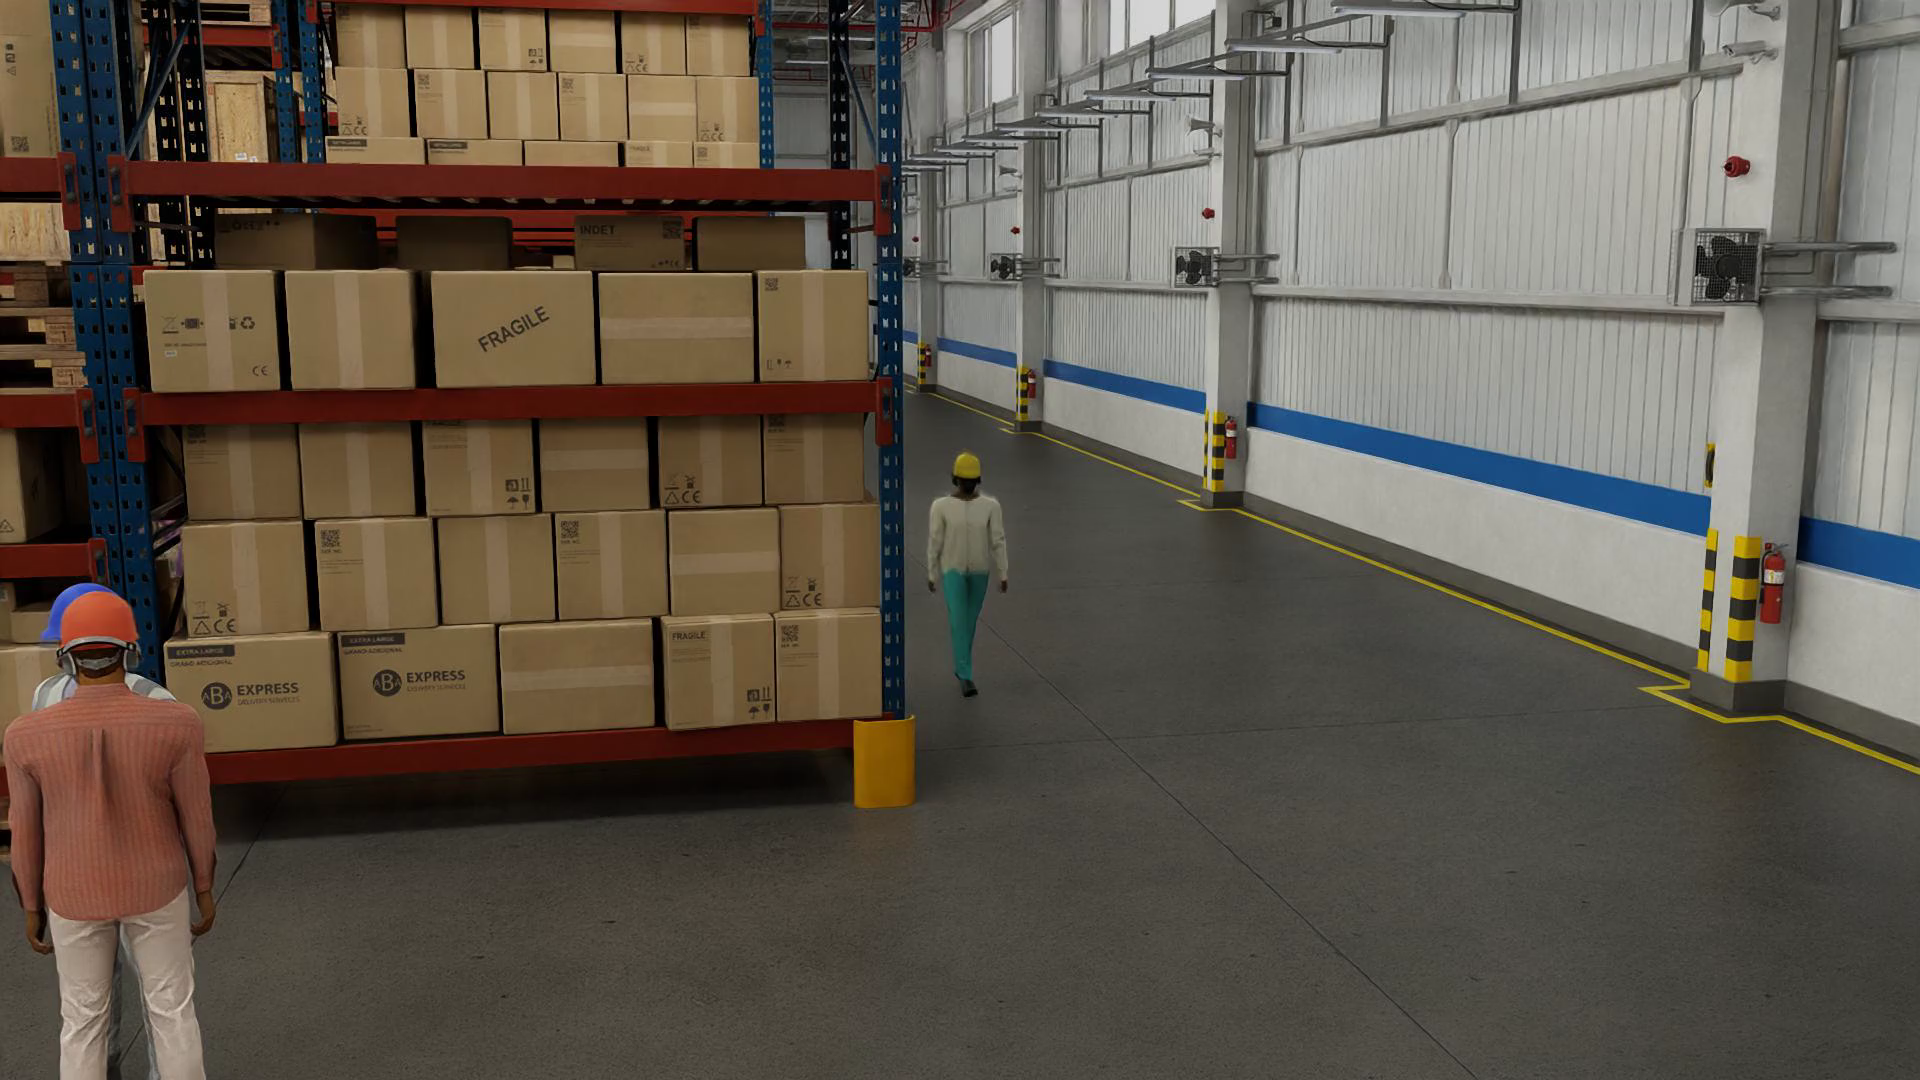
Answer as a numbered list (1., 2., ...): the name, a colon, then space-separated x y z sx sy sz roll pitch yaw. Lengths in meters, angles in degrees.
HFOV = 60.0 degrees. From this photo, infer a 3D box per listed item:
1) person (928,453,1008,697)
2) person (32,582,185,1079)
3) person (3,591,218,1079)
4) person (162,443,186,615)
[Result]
1. person: 0.064 0.236 11.875 0.545 1.711 0.898 -2 10 -14
2. person: -3.011 1.107 5.883 0.605 1.951 0.380 2 10 14
3. person: -2.783 1.153 5.512 0.611 1.985 0.414 -3 10 -19
4. person: -5.265 0.196 11.621 0.976 1.882 0.569 -1 9 -6
